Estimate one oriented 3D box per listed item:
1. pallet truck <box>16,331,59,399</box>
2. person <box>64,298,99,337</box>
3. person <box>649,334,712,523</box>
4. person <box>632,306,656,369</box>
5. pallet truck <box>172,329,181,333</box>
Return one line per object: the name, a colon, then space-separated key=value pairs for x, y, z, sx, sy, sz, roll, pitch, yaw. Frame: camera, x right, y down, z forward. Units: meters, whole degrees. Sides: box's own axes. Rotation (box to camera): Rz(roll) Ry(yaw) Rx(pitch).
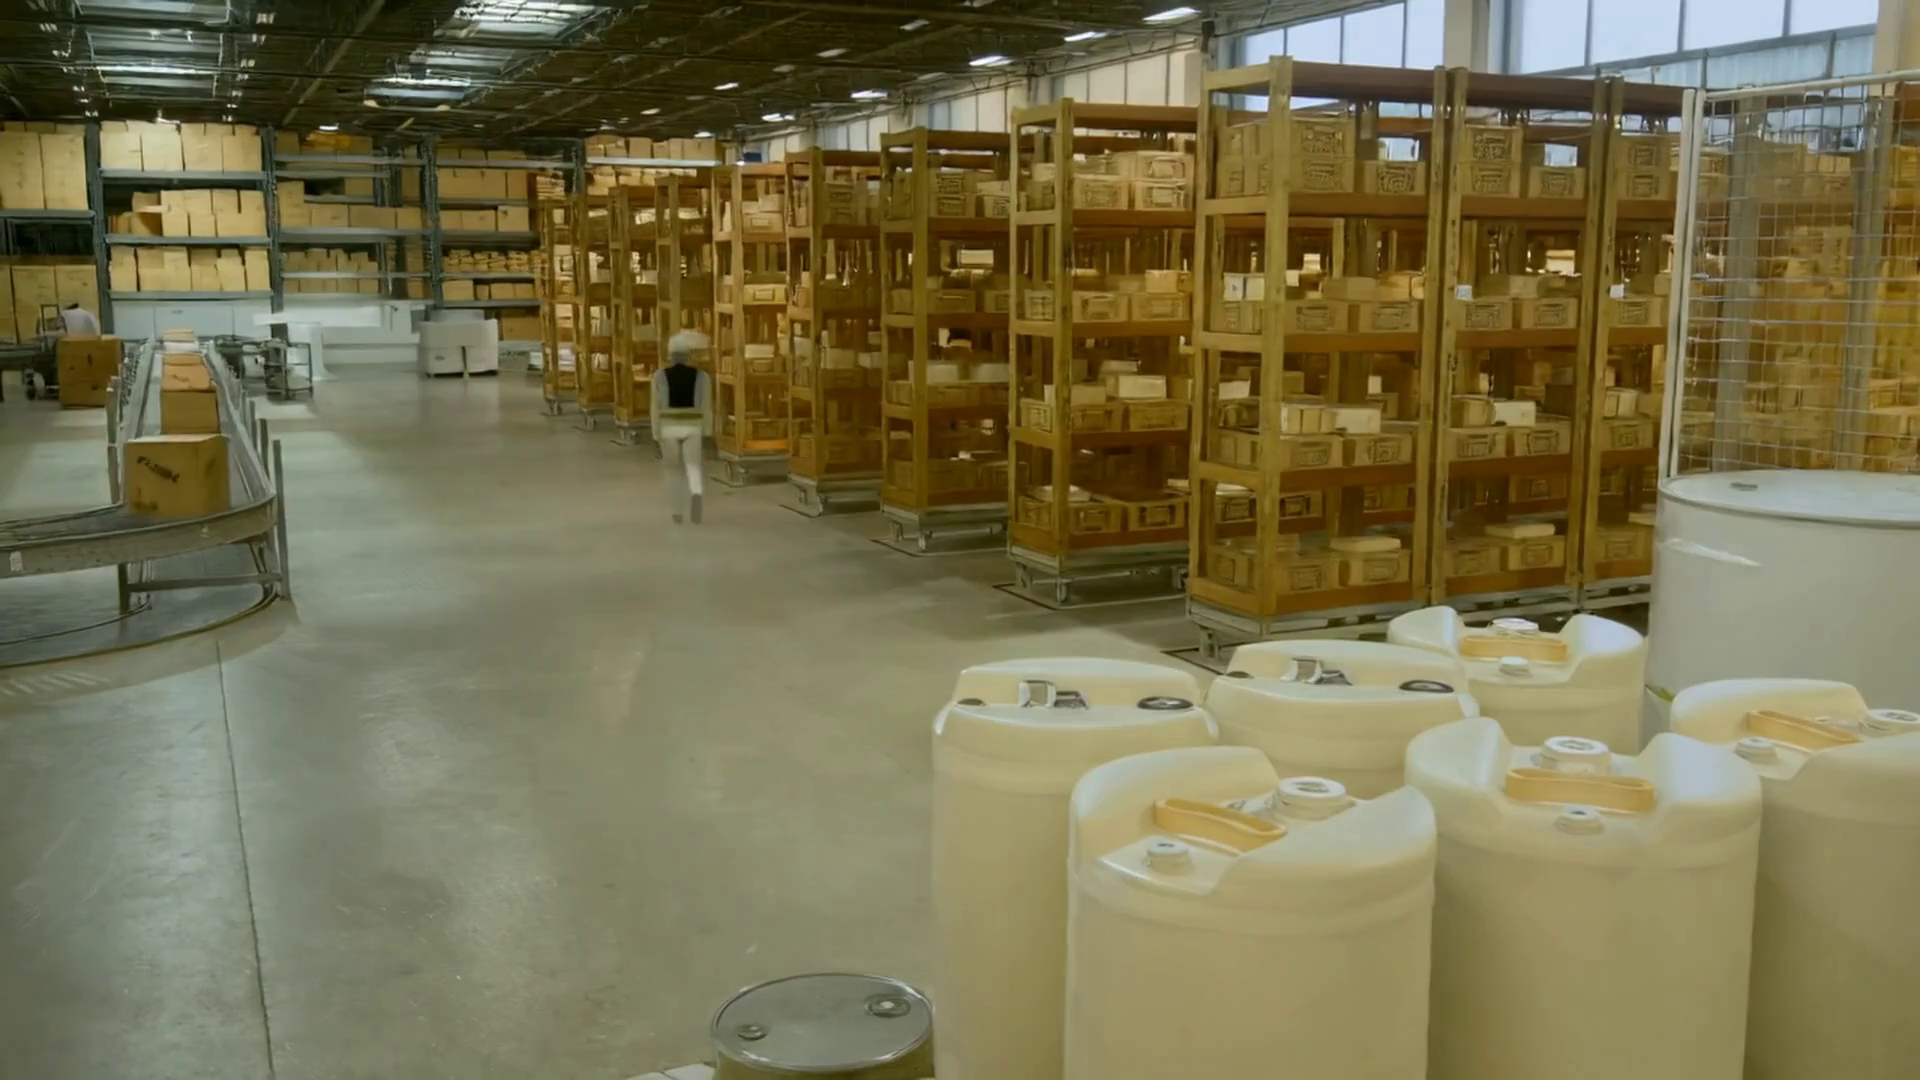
pallet truck: x=-17.082 y=-3.353 z=31.781 sx=1.630 sy=1.274 sz=0.653 roll=-4 pitch=10 yaw=-25
person: x=-20.128 y=-4.626 z=38.131 sx=0.745 sy=1.813 sz=0.407 roll=-7 pitch=12 yaw=-38
person: x=-2.653 y=-1.045 z=15.842 sx=0.591 sy=1.821 sz=0.596 roll=-3 pitch=10 yaw=-17
person: x=-6.616 y=-4.131 z=34.767 sx=0.617 sy=1.885 sz=0.992 roll=3 pitch=10 yaw=20
pallet truck: x=-17.275 y=-3.851 z=35.096 sx=1.601 sy=1.201 sz=0.680 roll=0 pitch=9 yaw=1
